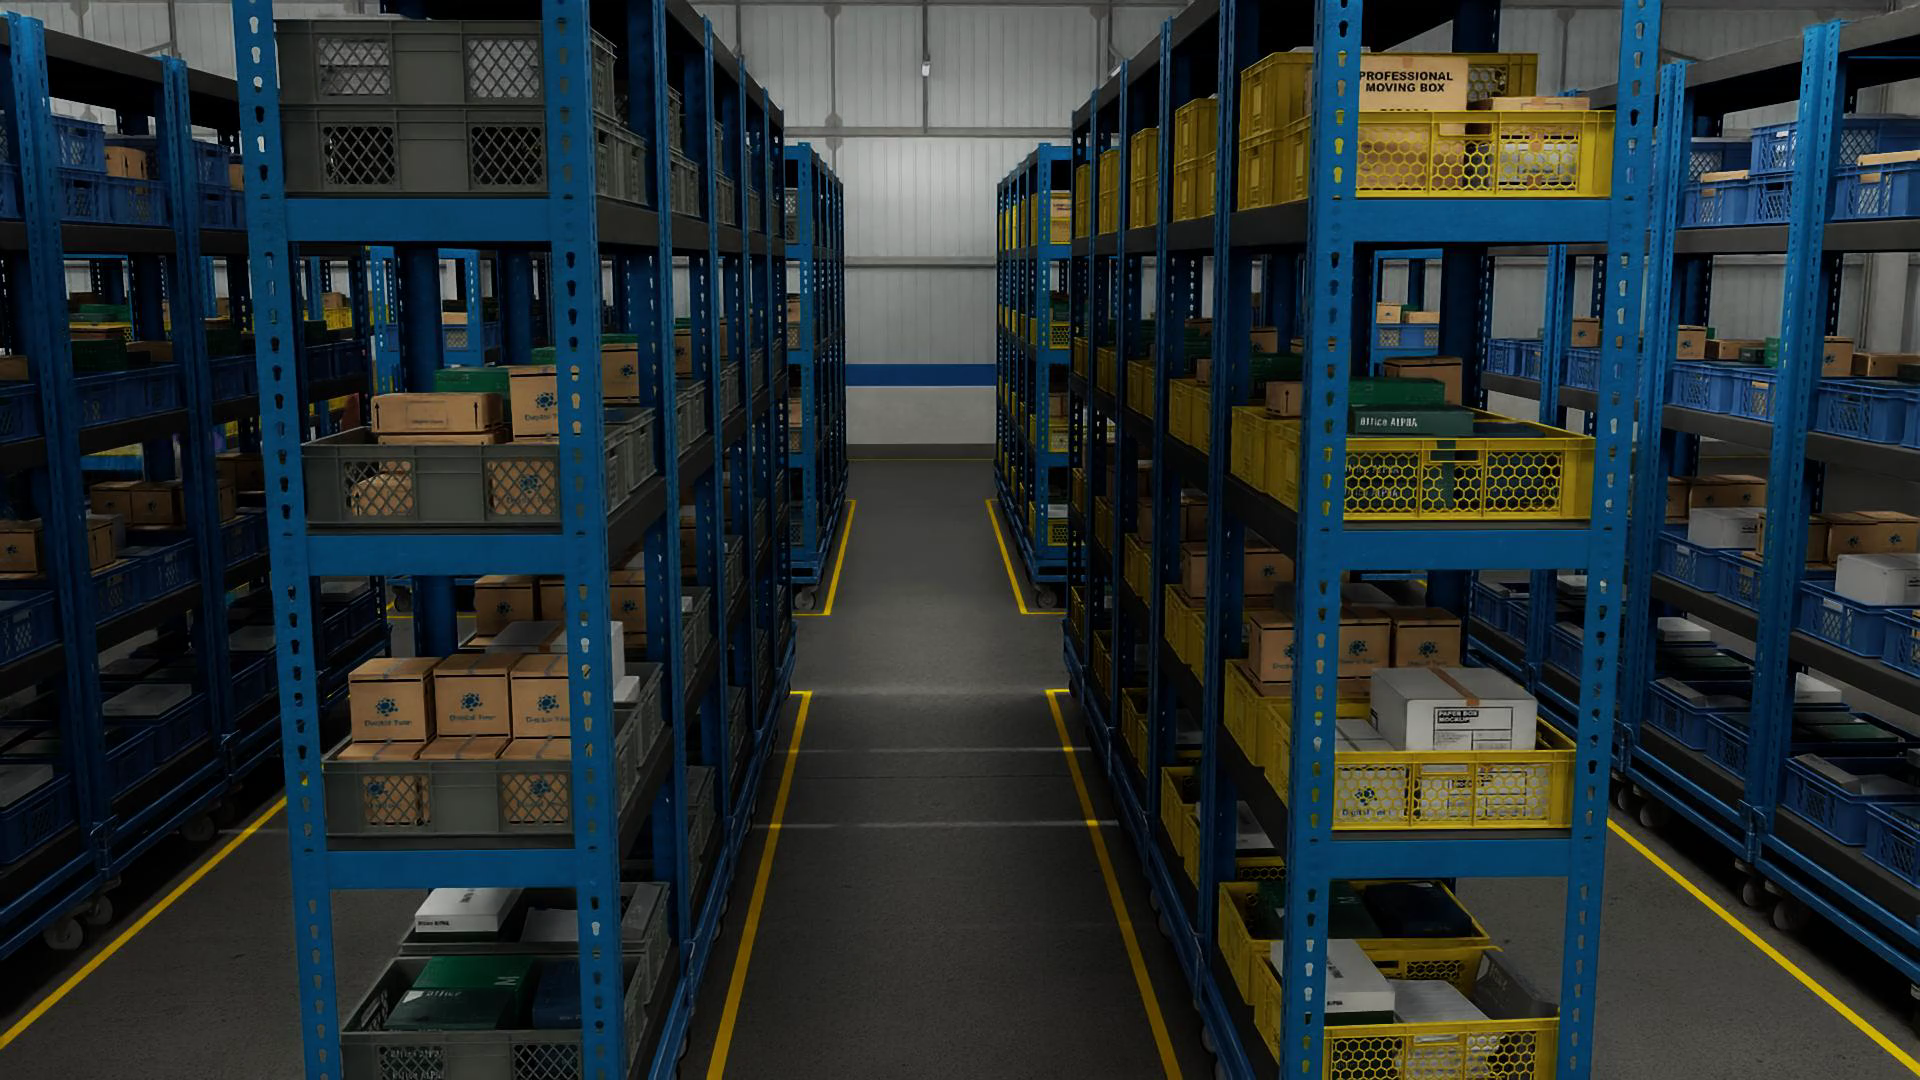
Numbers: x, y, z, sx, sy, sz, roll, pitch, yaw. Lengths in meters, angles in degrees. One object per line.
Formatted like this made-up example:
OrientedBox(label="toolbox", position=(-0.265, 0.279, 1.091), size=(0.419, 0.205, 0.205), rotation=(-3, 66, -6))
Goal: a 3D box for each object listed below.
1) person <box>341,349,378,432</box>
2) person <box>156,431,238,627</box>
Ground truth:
OrientedBox(label="person", position=(-5.480, -0.810, 15.245), size=(0.375, 1.997, 0.612), rotation=(-3, 10, -18))
OrientedBox(label="person", position=(-5.609, -0.194, 12.130), size=(0.960, 1.805, 0.580), rotation=(0, 9, 2))
